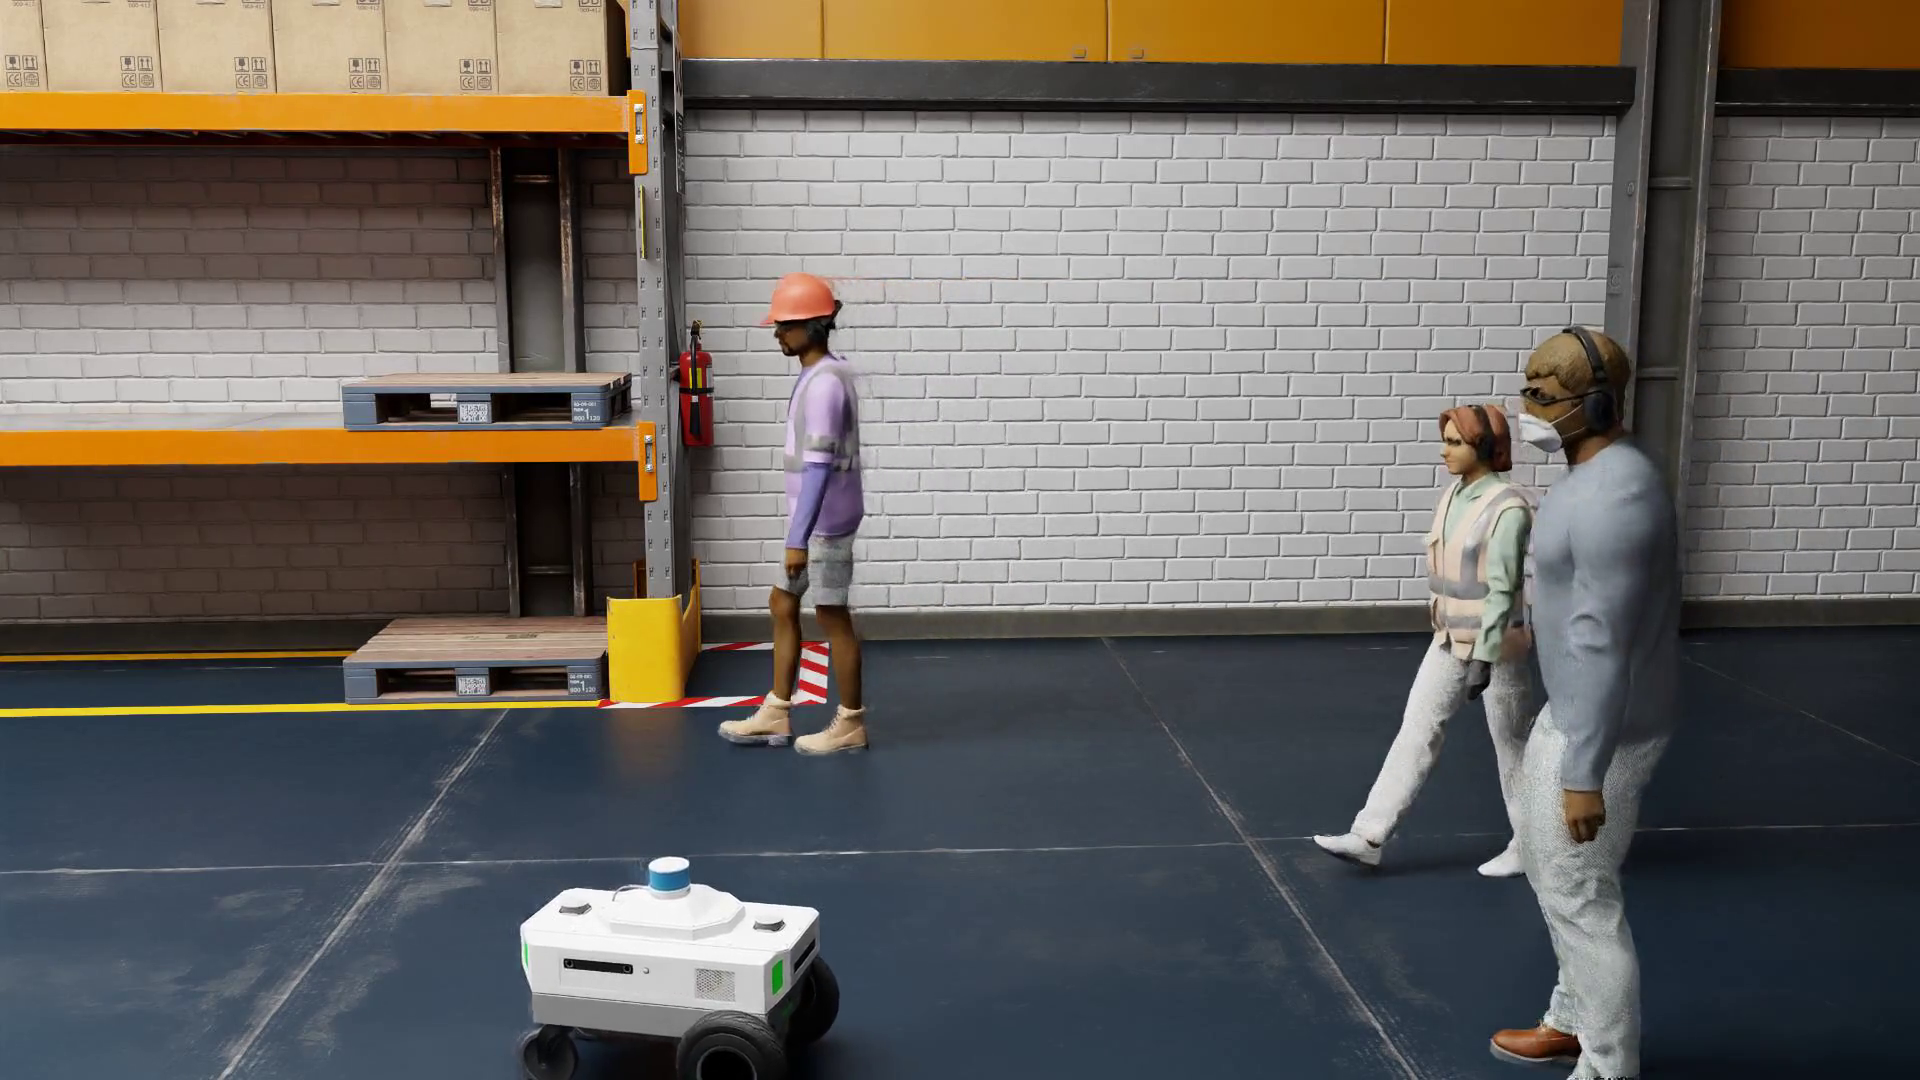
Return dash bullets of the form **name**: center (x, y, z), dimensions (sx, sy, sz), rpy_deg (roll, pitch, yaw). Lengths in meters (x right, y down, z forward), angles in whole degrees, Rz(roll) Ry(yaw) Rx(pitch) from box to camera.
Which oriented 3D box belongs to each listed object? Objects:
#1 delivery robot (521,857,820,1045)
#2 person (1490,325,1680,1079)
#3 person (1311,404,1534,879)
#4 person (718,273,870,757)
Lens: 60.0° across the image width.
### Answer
- **delivery robot**: center (-0.725, 1.042, 4.174), dimensions (0.707, 0.478, 0.477), rpy_deg (2, 9, 12)
- **person**: center (1.488, 0.454, 3.936), dimensions (0.390, 1.912, 0.667), rpy_deg (3, 9, 17)
- **person**: center (1.615, 0.358, 5.470), dimensions (0.835, 1.591, 0.544), rpy_deg (-2, 9, -14)
- **person**: center (-0.720, -0.078, 6.883), dimensions (0.740, 2.024, 0.643), rpy_deg (-2, 9, -10)
